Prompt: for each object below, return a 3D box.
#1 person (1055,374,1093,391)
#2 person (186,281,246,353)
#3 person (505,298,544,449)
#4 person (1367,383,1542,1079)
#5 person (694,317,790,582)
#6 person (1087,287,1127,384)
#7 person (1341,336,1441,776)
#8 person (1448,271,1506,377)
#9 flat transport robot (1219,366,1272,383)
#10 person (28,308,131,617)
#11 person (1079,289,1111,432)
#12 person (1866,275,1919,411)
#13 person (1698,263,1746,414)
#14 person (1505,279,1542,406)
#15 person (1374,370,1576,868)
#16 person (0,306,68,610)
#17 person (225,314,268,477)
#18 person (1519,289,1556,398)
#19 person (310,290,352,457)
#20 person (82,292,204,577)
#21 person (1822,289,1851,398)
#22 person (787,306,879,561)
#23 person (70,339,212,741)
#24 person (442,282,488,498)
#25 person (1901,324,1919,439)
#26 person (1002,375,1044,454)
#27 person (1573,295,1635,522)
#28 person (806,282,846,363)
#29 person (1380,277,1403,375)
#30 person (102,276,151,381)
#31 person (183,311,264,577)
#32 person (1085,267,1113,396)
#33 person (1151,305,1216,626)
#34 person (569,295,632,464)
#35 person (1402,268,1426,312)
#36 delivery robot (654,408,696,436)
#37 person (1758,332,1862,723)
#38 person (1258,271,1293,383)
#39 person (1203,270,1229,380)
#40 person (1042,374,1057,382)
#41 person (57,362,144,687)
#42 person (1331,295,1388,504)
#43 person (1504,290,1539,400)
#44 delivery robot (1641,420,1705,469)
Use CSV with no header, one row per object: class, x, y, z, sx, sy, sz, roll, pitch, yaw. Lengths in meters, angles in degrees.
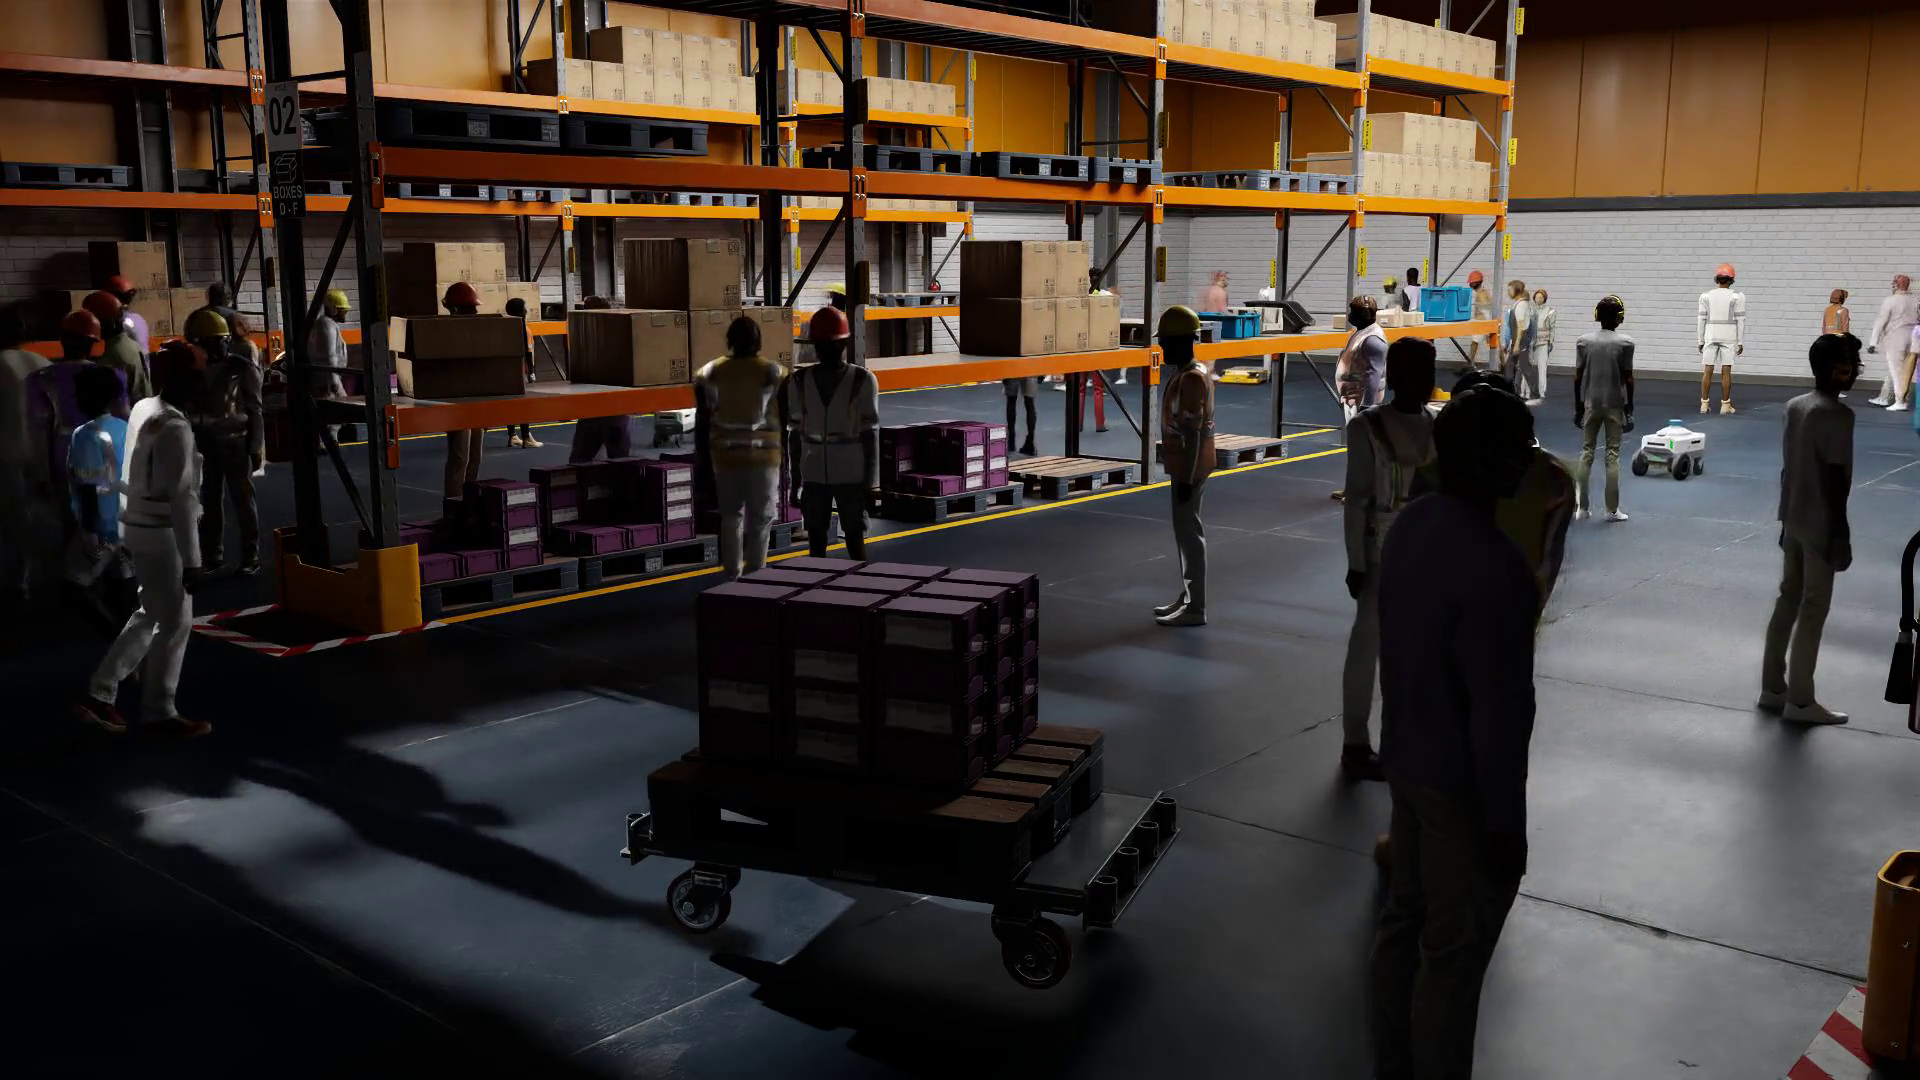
person,1.875,-3.289,26.300,0.850,1.868,0.670,-3,10,-16
person,-7.610,-1.695,17.128,0.731,1.918,0.388,1,10,8
person,-4.972,-1.879,18.780,0.532,1.699,0.318,8,13,40
person,1.213,0.588,4.049,0.365,1.939,0.636,-1,10,-7
person,-1.332,-0.504,10.607,0.642,1.822,0.719,1,10,6
person,2.451,-3.369,27.543,0.761,1.600,0.518,-6,11,-29
person,1.892,0.067,7.176,0.577,1.882,0.349,-5,11,-29
person,9.138,-3.755,29.048,1.073,1.862,0.609,2,10,13
flat transport robot,4.879,-2.798,28.071,0.652,0.197,1.431,4,11,24
person,-5.302,-0.448,10.106,0.553,1.906,0.864,-7,12,-33
person,1.610,-2.208,20.466,0.533,1.765,0.329,3,10,17
person,13.016,-2.755,23.265,0.650,1.877,0.905,-4,11,-21
person,10.357,-2.731,22.640,0.607,2.048,0.370,8,13,40
person,8.025,-2.821,23.850,0.633,1.837,0.557,1,10,7
person,1.821,0.318,5.897,0.647,1.838,0.459,-2,10,-10
person,-5.841,-0.497,10.364,0.909,1.903,0.641,4,11,21
person,-7.029,-1.424,16.417,0.520,1.617,0.389,8,13,38
person,8.718,-2.965,25.136,0.513,1.639,0.305,5,11,26
person,-6.822,-1.792,17.992,0.534,1.799,0.610,-4,11,-23
person,-5.661,-0.729,11.470,0.658,1.966,0.634,-3,10,-14
person,13.246,-2.973,25.183,0.307,1.638,0.513,-2,10,-12
person,-0.729,-0.365,9.506,0.543,1.929,0.383,2,10,12
person,-3.694,0.021,7.523,0.634,1.853,0.638,-8,13,-39
person,-3.839,-1.000,12.930,0.385,1.993,0.624,1,10,8
person,9.570,-1.491,16.242,0.587,1.821,0.816,9,13,41
person,0.691,-1.907,18.394,0.561,1.881,0.887,-2,10,-11
person,5.326,-1.079,13.741,0.513,1.872,0.325,8,13,40
person,-1.462,-1.916,18.481,0.498,1.877,0.677,5,11,26
person,7.596,-3.807,29.639,0.545,1.740,0.720,-9,13,-40
person,-7.945,-1.516,15.890,1.049,1.991,0.625,-2,10,-11
person,-5.066,-0.649,11.396,0.593,1.832,0.403,1,10,8
person,2.053,-3.180,25.424,0.607,1.966,0.373,-1,10,-4
person,1.332,-0.442,9.987,0.394,1.919,0.581,0,10,-1
person,-2.861,-0.936,12.867,0.673,1.881,0.785,9,13,42
person,7.880,-3.771,28.941,0.591,1.916,0.393,-7,12,-36
delivery robot,-3.261,-1.413,19.115,0.477,0.478,0.707,1,10,8
person,4.093,-0.059,7.959,0.325,1.863,0.491,-1,10,-4
person,5.282,-3.603,27.885,0.603,1.949,0.389,0,10,1
person,4.398,-3.674,28.481,0.538,1.882,0.722,-3,10,-16
person,1.494,-3.583,28.031,0.547,1.852,0.402,5,11,28
person,-4.373,-0.063,8.490,0.379,1.682,0.551,-1,10,-4
person,3.528,-1.232,14.689,0.429,1.844,0.627,0,10,-1
person,8.343,-2.898,24.747,0.511,1.641,0.307,-1,10,-8
delivery robot,7.057,-0.945,16.449,0.707,0.478,0.477,-8,13,-40
